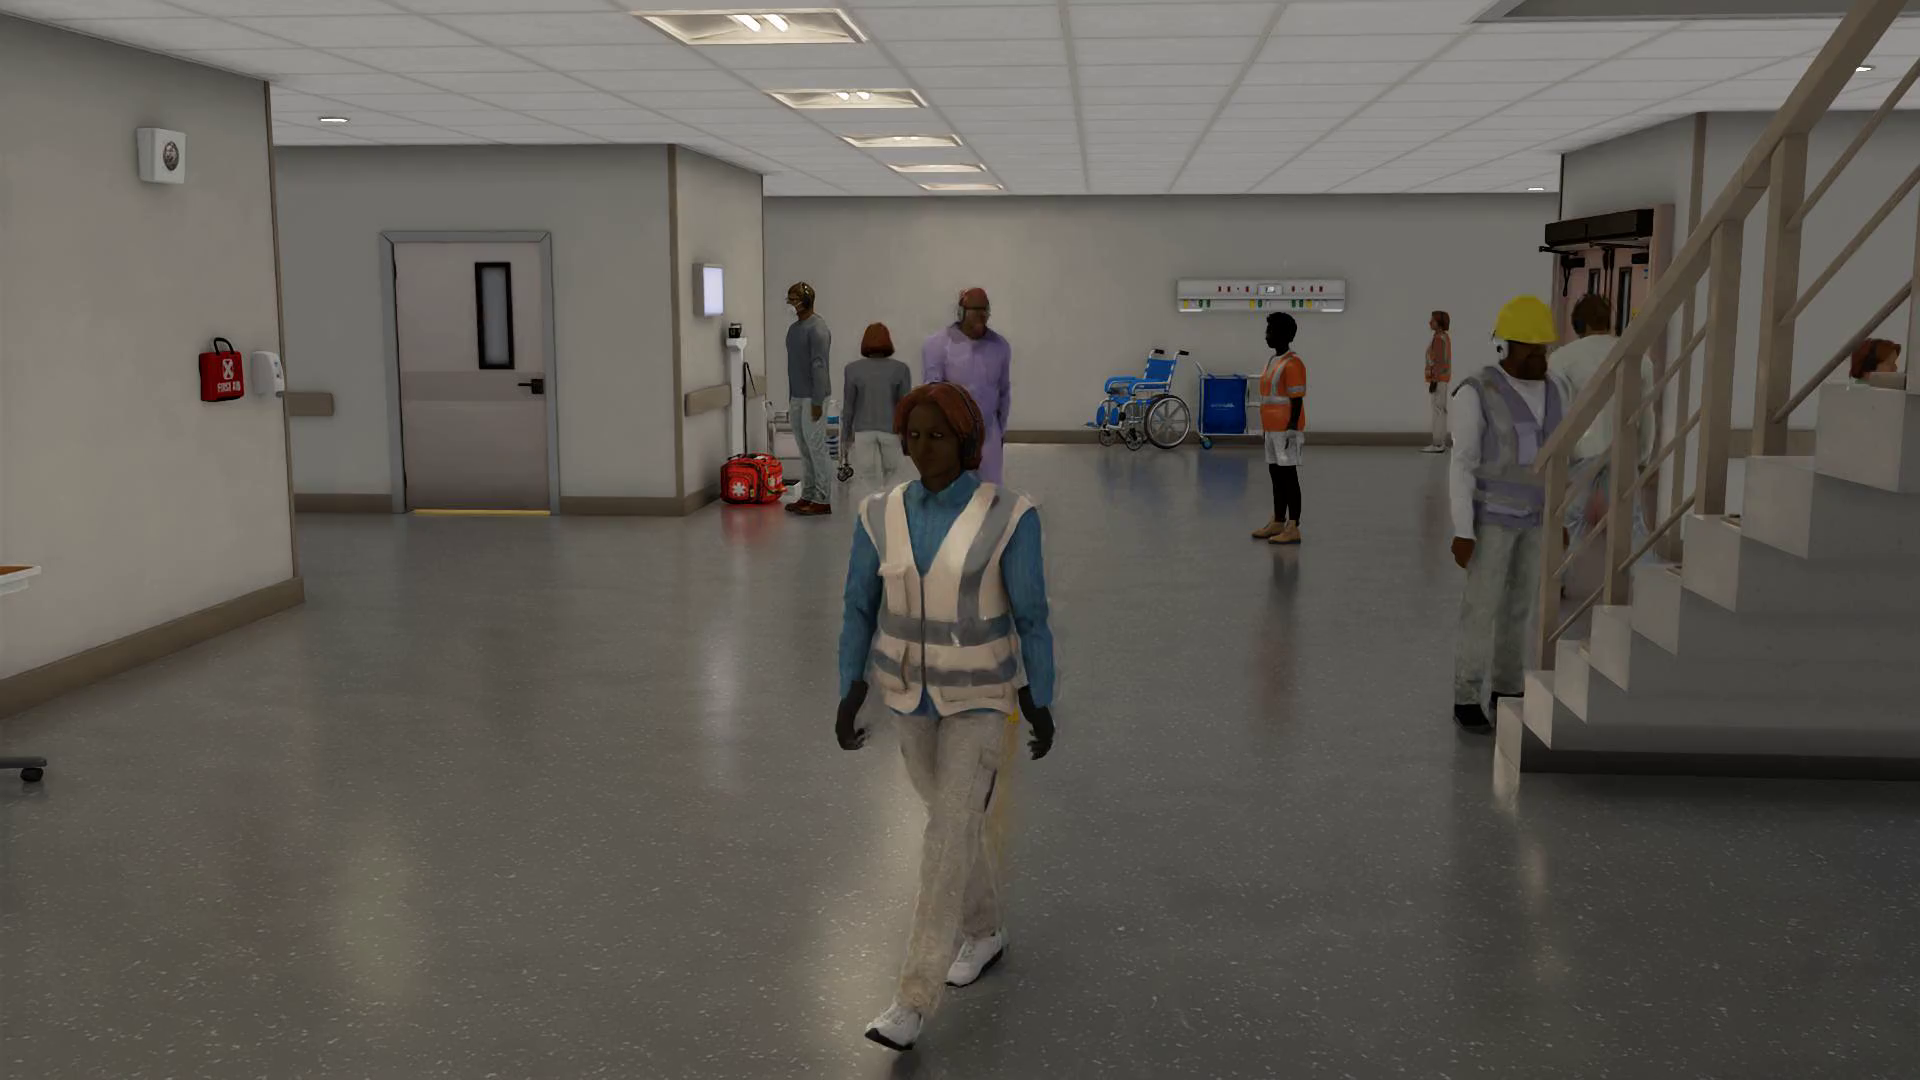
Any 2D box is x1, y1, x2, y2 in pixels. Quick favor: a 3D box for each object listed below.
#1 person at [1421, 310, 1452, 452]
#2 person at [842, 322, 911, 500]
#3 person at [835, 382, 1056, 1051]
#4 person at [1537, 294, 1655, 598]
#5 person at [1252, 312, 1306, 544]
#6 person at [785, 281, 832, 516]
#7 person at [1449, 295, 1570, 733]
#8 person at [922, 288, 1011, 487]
[{"bbox_3d":[5.531,-1.832,19.256,0.306,1.645,0.522,4,9,23],"label":"person"},{"bbox_3d":[-0.610,-0.786,12.221,0.493,1.615,0.360,-1,8,-9],"label":"person"},{"bbox_3d":[-0.073,0.415,4.106,0.542,1.591,0.860,5,10,29],"label":"person"},{"bbox_3d":[3.689,-0.486,9.529,0.650,1.841,1.198,0,8,-2],"label":"person"},{"bbox_3d":[2.348,-0.817,12.178,0.317,1.695,0.540,-2,9,-11],"label":"person"},{"bbox_3d":[-1.258,-1.166,13.787,0.367,1.932,0.623,-5,10,-30],"label":"person"},{"bbox_3d":[2.322,-0.107,6.993,0.624,1.810,0.429,-4,9,-27],"label":"person"},{"bbox_3d":[0.067,-0.743,11.133,0.656,1.855,0.973,-2,9,-16],"label":"person"}]
